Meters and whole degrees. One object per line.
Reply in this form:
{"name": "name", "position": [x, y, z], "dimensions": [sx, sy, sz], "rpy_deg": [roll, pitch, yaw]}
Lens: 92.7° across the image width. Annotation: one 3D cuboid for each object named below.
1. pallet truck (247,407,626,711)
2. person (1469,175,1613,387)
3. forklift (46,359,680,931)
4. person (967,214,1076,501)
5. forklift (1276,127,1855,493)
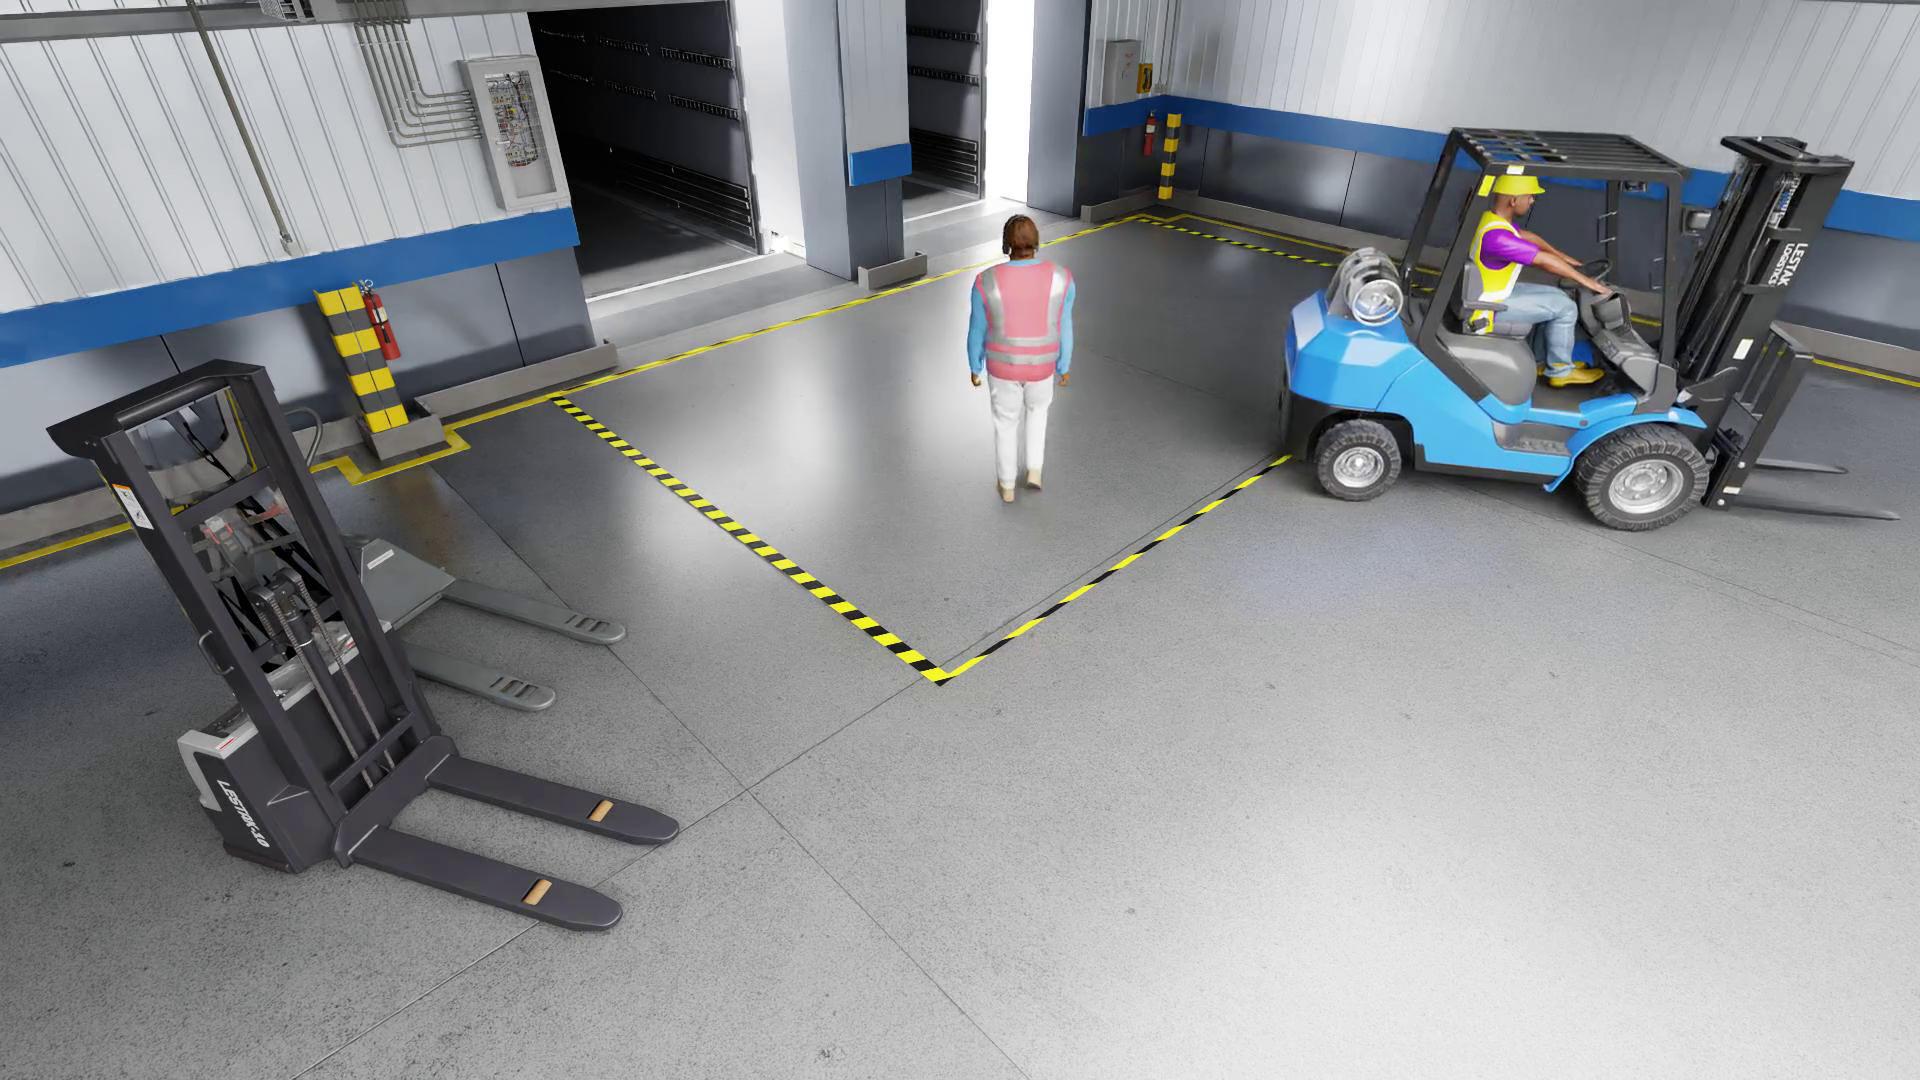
{"name": "pallet truck", "position": [-2.628, 0.038, 4.590], "dimensions": [1.601, 1.201, 0.680], "rpy_deg": [12, 36, 18]}
{"name": "person", "position": [3.629, -1.607, 5.689], "dimensions": [1.004, 1.293, 0.635], "rpy_deg": [8, 35, 11]}
{"name": "forklift", "position": [-2.135, 0.422, 3.354], "dimensions": [1.885, 1.965, 0.823], "rpy_deg": [10, 35, 14]}
{"name": "person", "position": [0.367, -1.087, 5.722], "dimensions": [0.647, 1.824, 0.446], "rpy_deg": [-2, 34, -4]}
{"name": "forklift", "position": [3.573, -1.464, 5.811], "dimensions": [2.680, 2.036, 1.157], "rpy_deg": [8, 35, 11]}
